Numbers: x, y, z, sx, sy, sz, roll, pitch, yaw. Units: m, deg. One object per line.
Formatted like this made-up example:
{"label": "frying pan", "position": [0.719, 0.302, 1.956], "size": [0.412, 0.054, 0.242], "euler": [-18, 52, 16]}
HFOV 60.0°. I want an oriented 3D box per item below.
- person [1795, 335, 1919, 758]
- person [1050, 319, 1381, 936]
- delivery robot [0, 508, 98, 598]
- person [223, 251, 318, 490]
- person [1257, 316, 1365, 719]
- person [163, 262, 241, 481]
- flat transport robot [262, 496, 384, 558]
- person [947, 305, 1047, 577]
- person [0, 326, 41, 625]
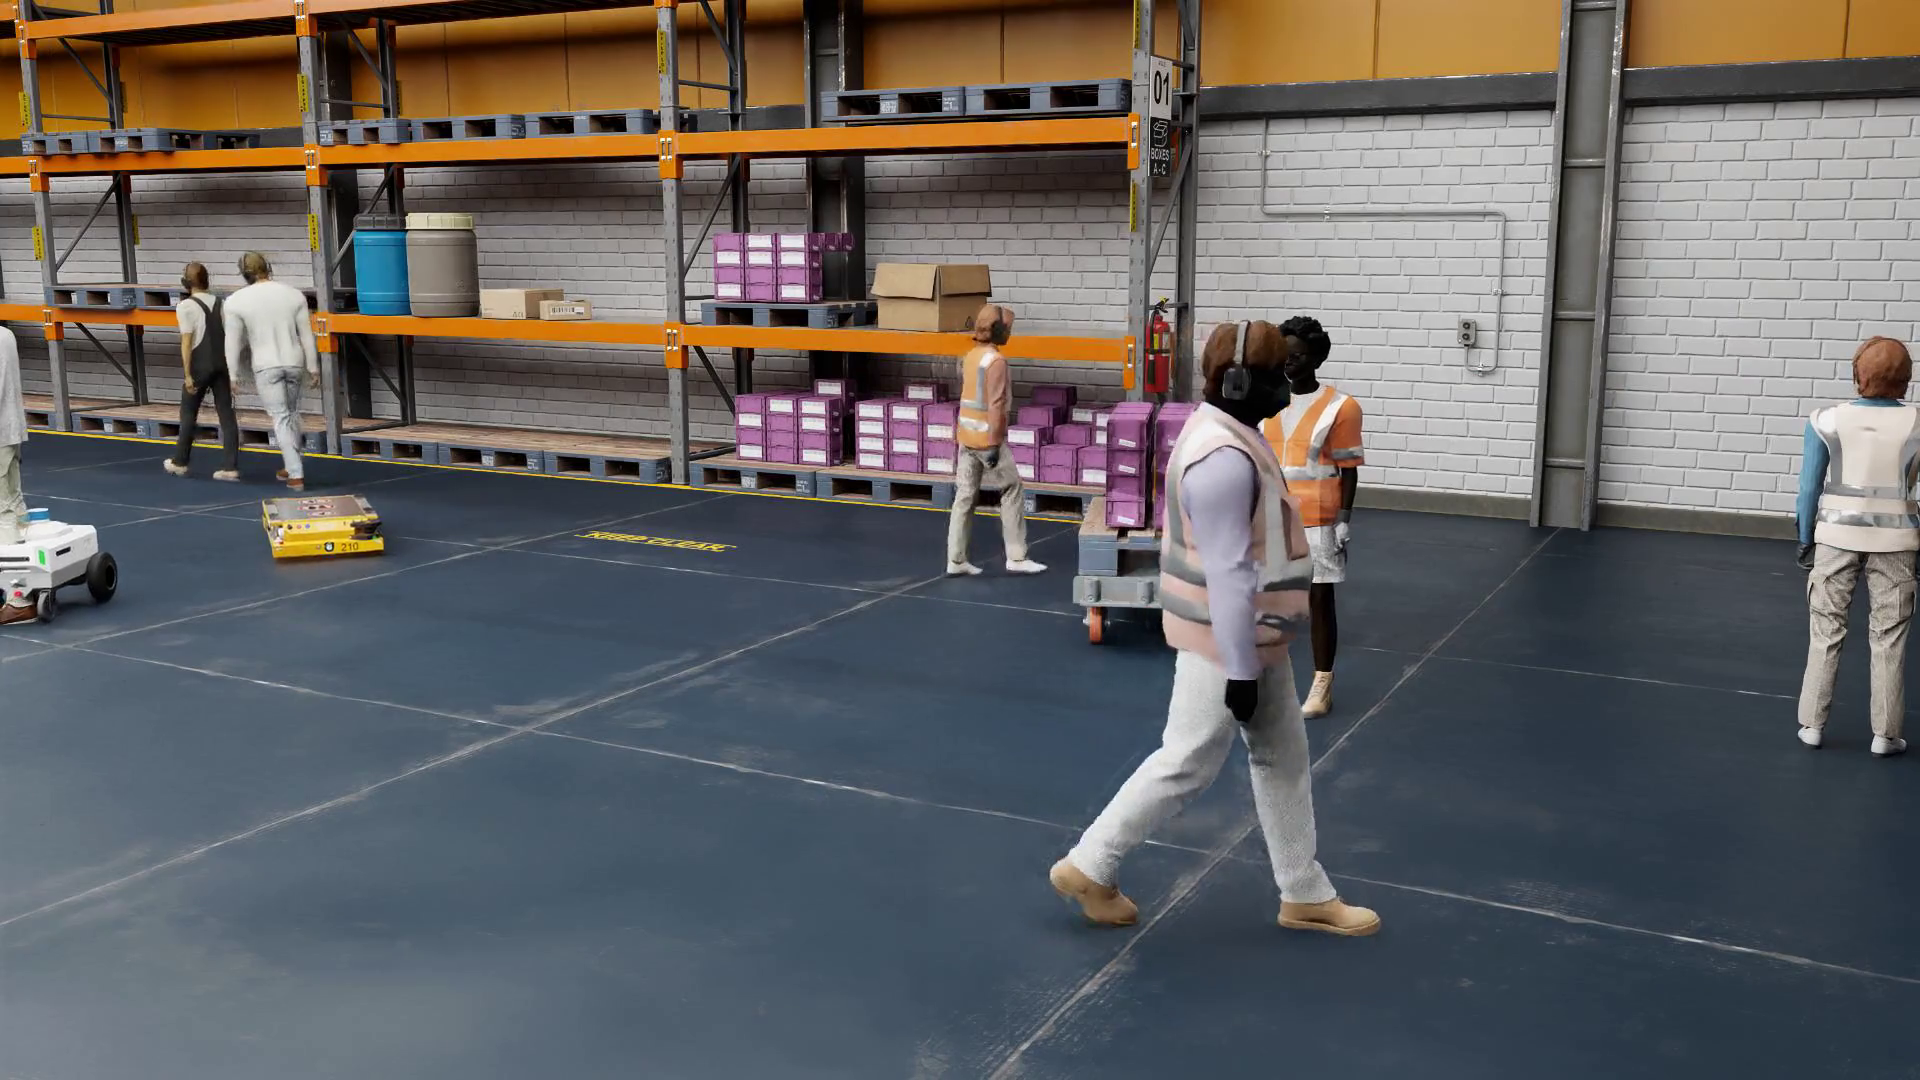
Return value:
{"label": "person", "position": [3.536, 0.031, 6.488], "size": [0.521, 1.645, 0.307], "euler": [7, 12, 32]}
{"label": "person", "position": [0.723, 0.270, 4.755], "size": [0.931, 1.806, 0.637], "euler": [2, 11, 13]}
{"label": "delivery robot", "position": [-4.954, 0.073, 8.971], "size": [0.477, 0.478, 0.707], "euler": [-2, 10, -5]}
{"label": "person", "position": [-5.527, -1.351, 13.351], "size": [0.655, 1.900, 0.641], "euler": [-9, 14, -41]}
{"label": "person", "position": [1.434, -0.095, 7.034], "size": [0.536, 1.696, 0.321], "euler": [9, 13, 39]}
{"label": "person", "position": [-6.359, -1.404, 13.910], "size": [0.915, 1.801, 0.509], "euler": [7, 12, 33]}
{"label": "flat transport robot", "position": [-4.249, -0.113, 11.043], "size": [0.652, 0.197, 1.431], "euler": [-5, 11, -24]}
{"label": "person", "position": [0.222, -0.577, 9.876], "size": [0.698, 1.610, 0.542], "euler": [-4, 11, -22]}
{"label": "person", "position": [-5.050, -0.478, 8.693], "size": [0.310, 1.859, 0.532], "euler": [-2, 11, -11]}
